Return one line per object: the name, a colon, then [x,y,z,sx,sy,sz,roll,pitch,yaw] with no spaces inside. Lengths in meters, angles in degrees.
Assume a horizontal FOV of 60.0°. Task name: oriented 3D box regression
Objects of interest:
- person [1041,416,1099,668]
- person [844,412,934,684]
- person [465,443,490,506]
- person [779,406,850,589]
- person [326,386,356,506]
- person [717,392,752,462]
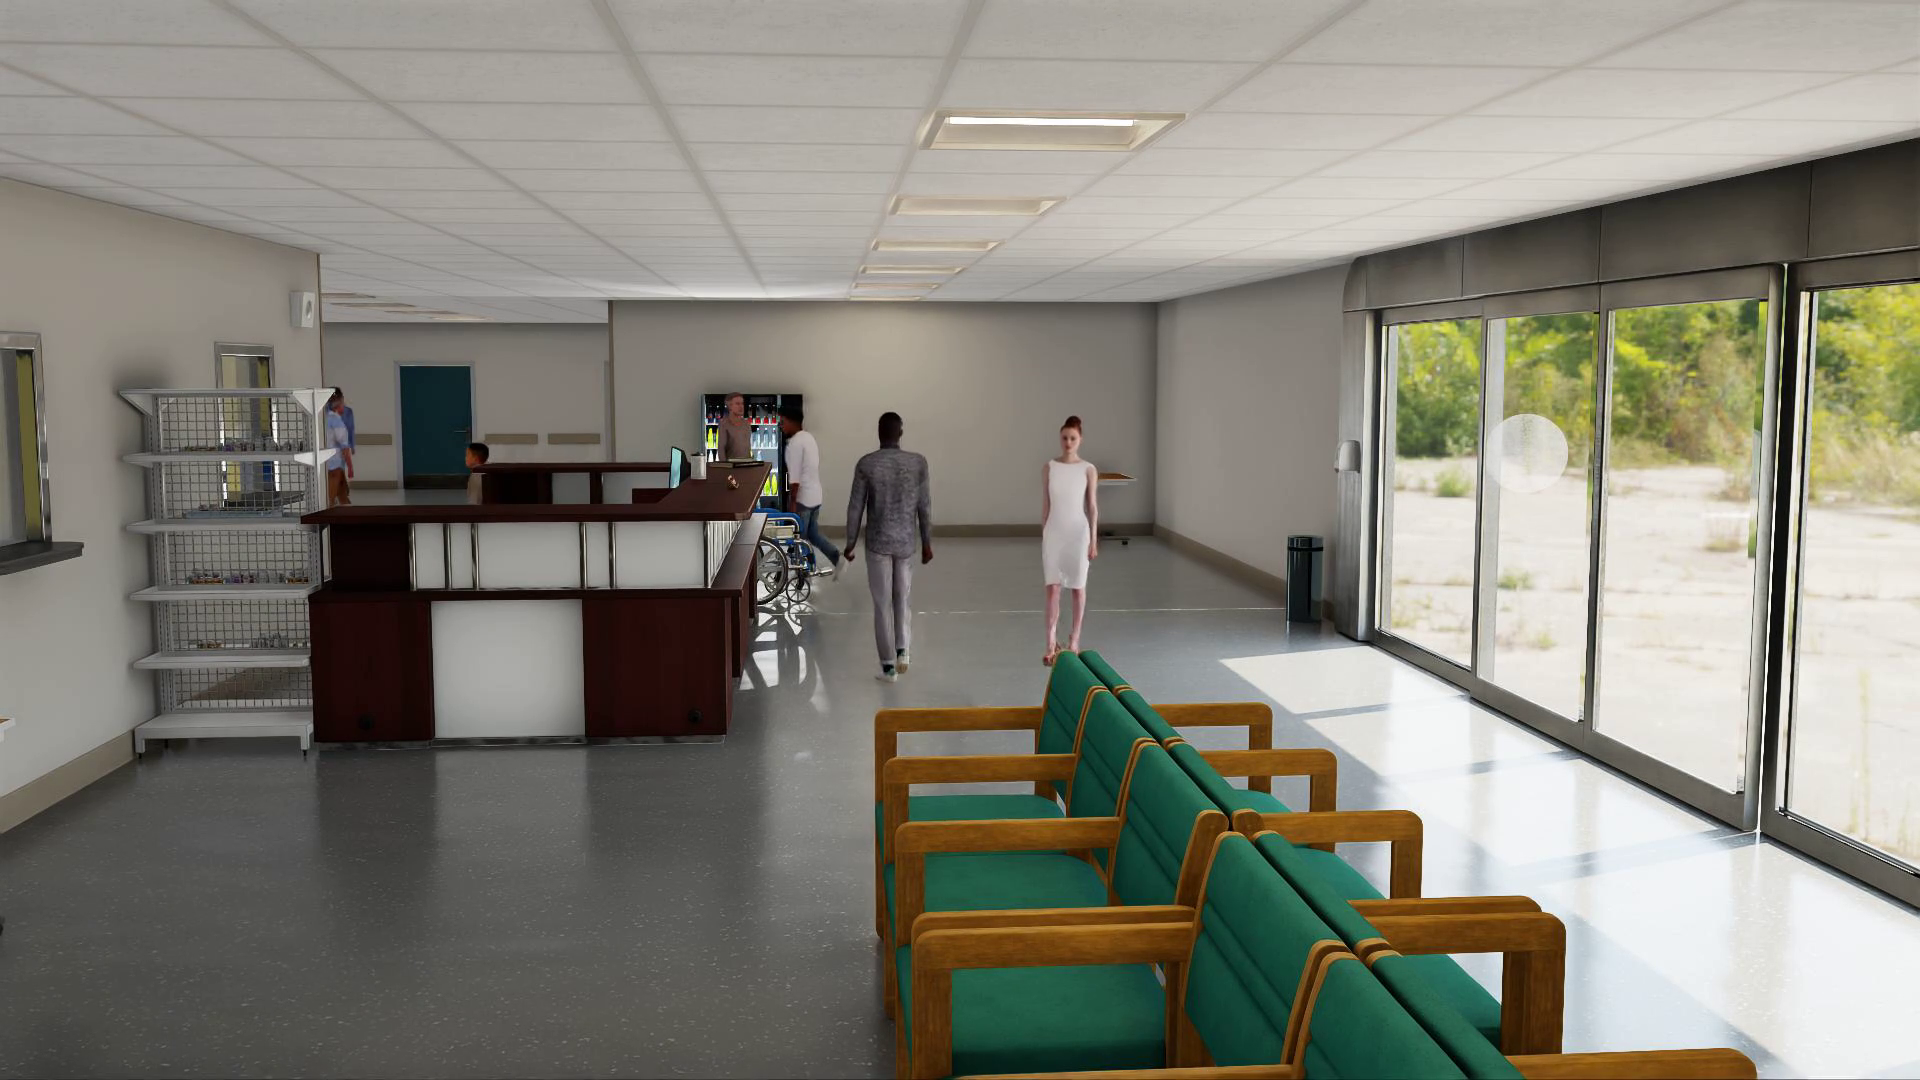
person: [0.795,0.030,11.803,0.997,1.761,0.879,2,6,17]
person: [-0.434,0.057,11.225,0.675,1.822,0.853,-3,6,-25]
person: [-4.283,-0.147,15.112,0.675,1.451,0.619,-2,6,-19]
person: [-1.435,-0.399,16.029,1.048,1.767,0.932,3,6,26]
person: [-9.597,-1.418,25.646,0.911,1.870,0.897,-3,6,-25]
person: [-2.576,-0.754,19.027,0.823,1.874,0.775,4,7,37]
